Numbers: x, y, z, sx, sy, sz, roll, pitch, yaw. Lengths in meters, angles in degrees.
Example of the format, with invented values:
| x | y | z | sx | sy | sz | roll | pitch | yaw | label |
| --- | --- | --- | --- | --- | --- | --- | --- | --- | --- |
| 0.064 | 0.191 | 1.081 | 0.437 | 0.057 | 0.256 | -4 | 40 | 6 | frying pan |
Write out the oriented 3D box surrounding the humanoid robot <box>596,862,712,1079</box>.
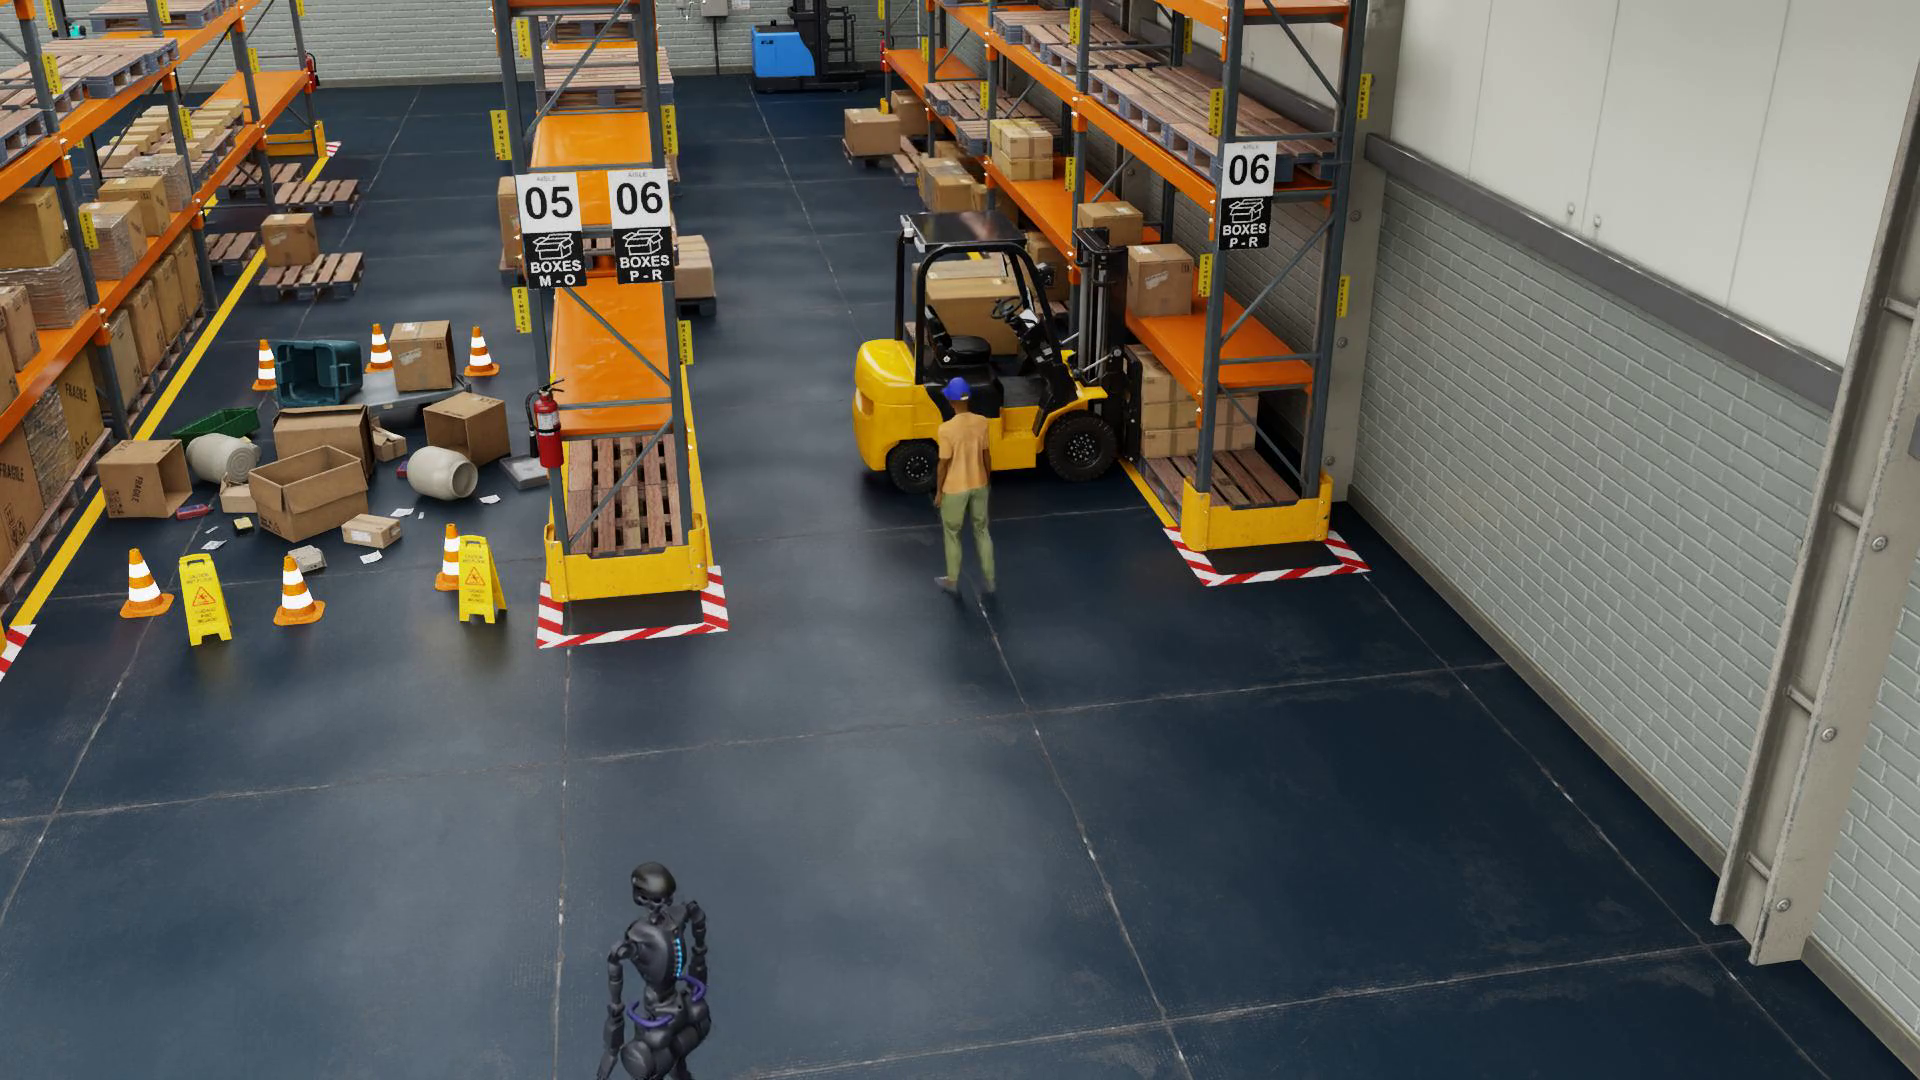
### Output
| x | y | z | sx | sy | sz | roll | pitch | yaw | label |
| --- | --- | --- | --- | --- | --- | --- | --- | --- | --- |
| -1.295 | 2.086 | 7.153 | 0.343 | 1.654 | 0.586 | 19 | 31 | 34 | humanoid robot |

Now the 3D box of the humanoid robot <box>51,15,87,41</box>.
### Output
| x | y | z | sx | sy | sz | roll | pitch | yaw | label |
| --- | --- | --- | --- | --- | --- | --- | --- | --- | --- |
| -14.680 | -7.831 | 27.730 | 0.550 | 1.728 | 0.997 | -21 | 32 | -36 | humanoid robot |

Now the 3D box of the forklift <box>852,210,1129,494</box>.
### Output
| x | y | z | sx | sy | sz | roll | pitch | yaw | label |
| --- | --- | --- | --- | --- | --- | --- | --- | --- | --- |
| 0.216 | -1.659 | 14.366 | 2.313 | 2.155 | 1.214 | -5 | 26 | -10 | forklift |

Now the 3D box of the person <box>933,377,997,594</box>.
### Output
| x | y | z | sx | sy | sz | roll | pitch | yaw | label |
| --- | --- | --- | --- | --- | --- | --- | --- | --- | --- |
| 0.035 | -0.371 | 12.264 | 0.489 | 1.702 | 0.508 | -14 | 29 | -26 | person |

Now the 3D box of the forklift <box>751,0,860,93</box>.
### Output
| x | y | z | sx | sy | sz | roll | pitch | yaw | label |
| --- | --- | --- | --- | --- | --- | --- | --- | --- | --- |
| -2.872 | -9.679 | 30.288 | 1.873 | 2.768 | 1.129 | -5 | 26 | -10 | forklift |
